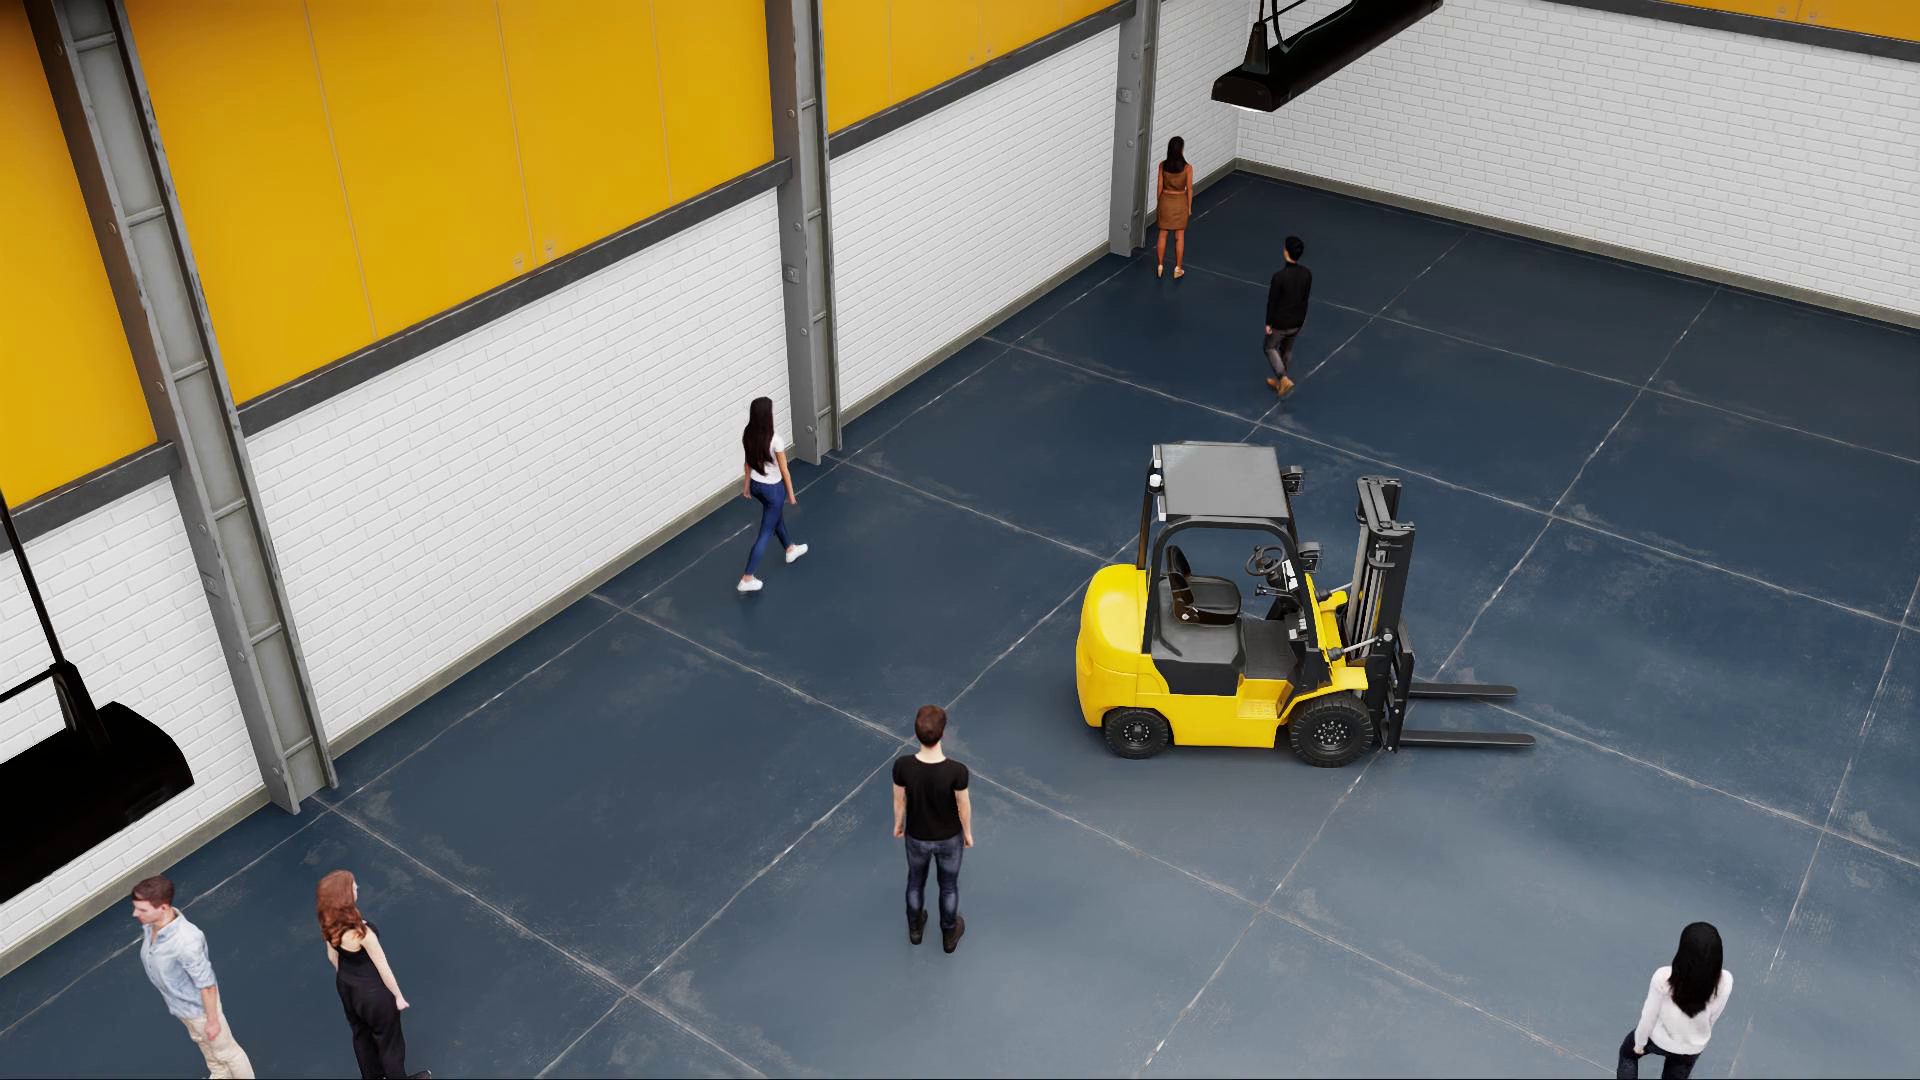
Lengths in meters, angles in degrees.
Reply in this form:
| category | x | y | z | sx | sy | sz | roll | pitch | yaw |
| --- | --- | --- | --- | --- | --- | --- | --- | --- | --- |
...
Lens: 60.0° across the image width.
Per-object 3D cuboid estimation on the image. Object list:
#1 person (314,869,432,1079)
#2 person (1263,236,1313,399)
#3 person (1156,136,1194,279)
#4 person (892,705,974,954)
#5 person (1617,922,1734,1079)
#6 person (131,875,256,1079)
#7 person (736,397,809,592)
| category | x | y | z | sx | sy | sz | roll | pitch | yaw |
| --- | --- | --- | --- | --- | --- | --- | --- | --- | --- |
| person | -3.442 | 2.588 | 9.587 | 0.624 | 1.744 | 0.580 | 14 | 36 | 20 |
| person | 3.337 | -2.223 | 16.853 | 0.903 | 1.712 | 0.933 | -13 | 36 | -19 |
| person | 2.475 | -3.868 | 19.352 | 0.629 | 1.686 | 0.607 | 10 | 35 | 14 |
| person | -0.160 | 1.862 | 10.541 | 0.762 | 1.898 | 0.743 | 6 | 34 | 9 |
| person | 3.994 | 2.844 | 9.253 | 0.745 | 1.687 | 0.781 | 3 | 34 | 5 |
| person | -4.364 | 2.600 | 9.476 | 0.652 | 1.847 | 0.563 | 23 | 40 | 31 |
| person | -1.678 | -0.351 | 14.020 | 0.656 | 1.732 | 1.141 | 24 | 41 | 32 |
